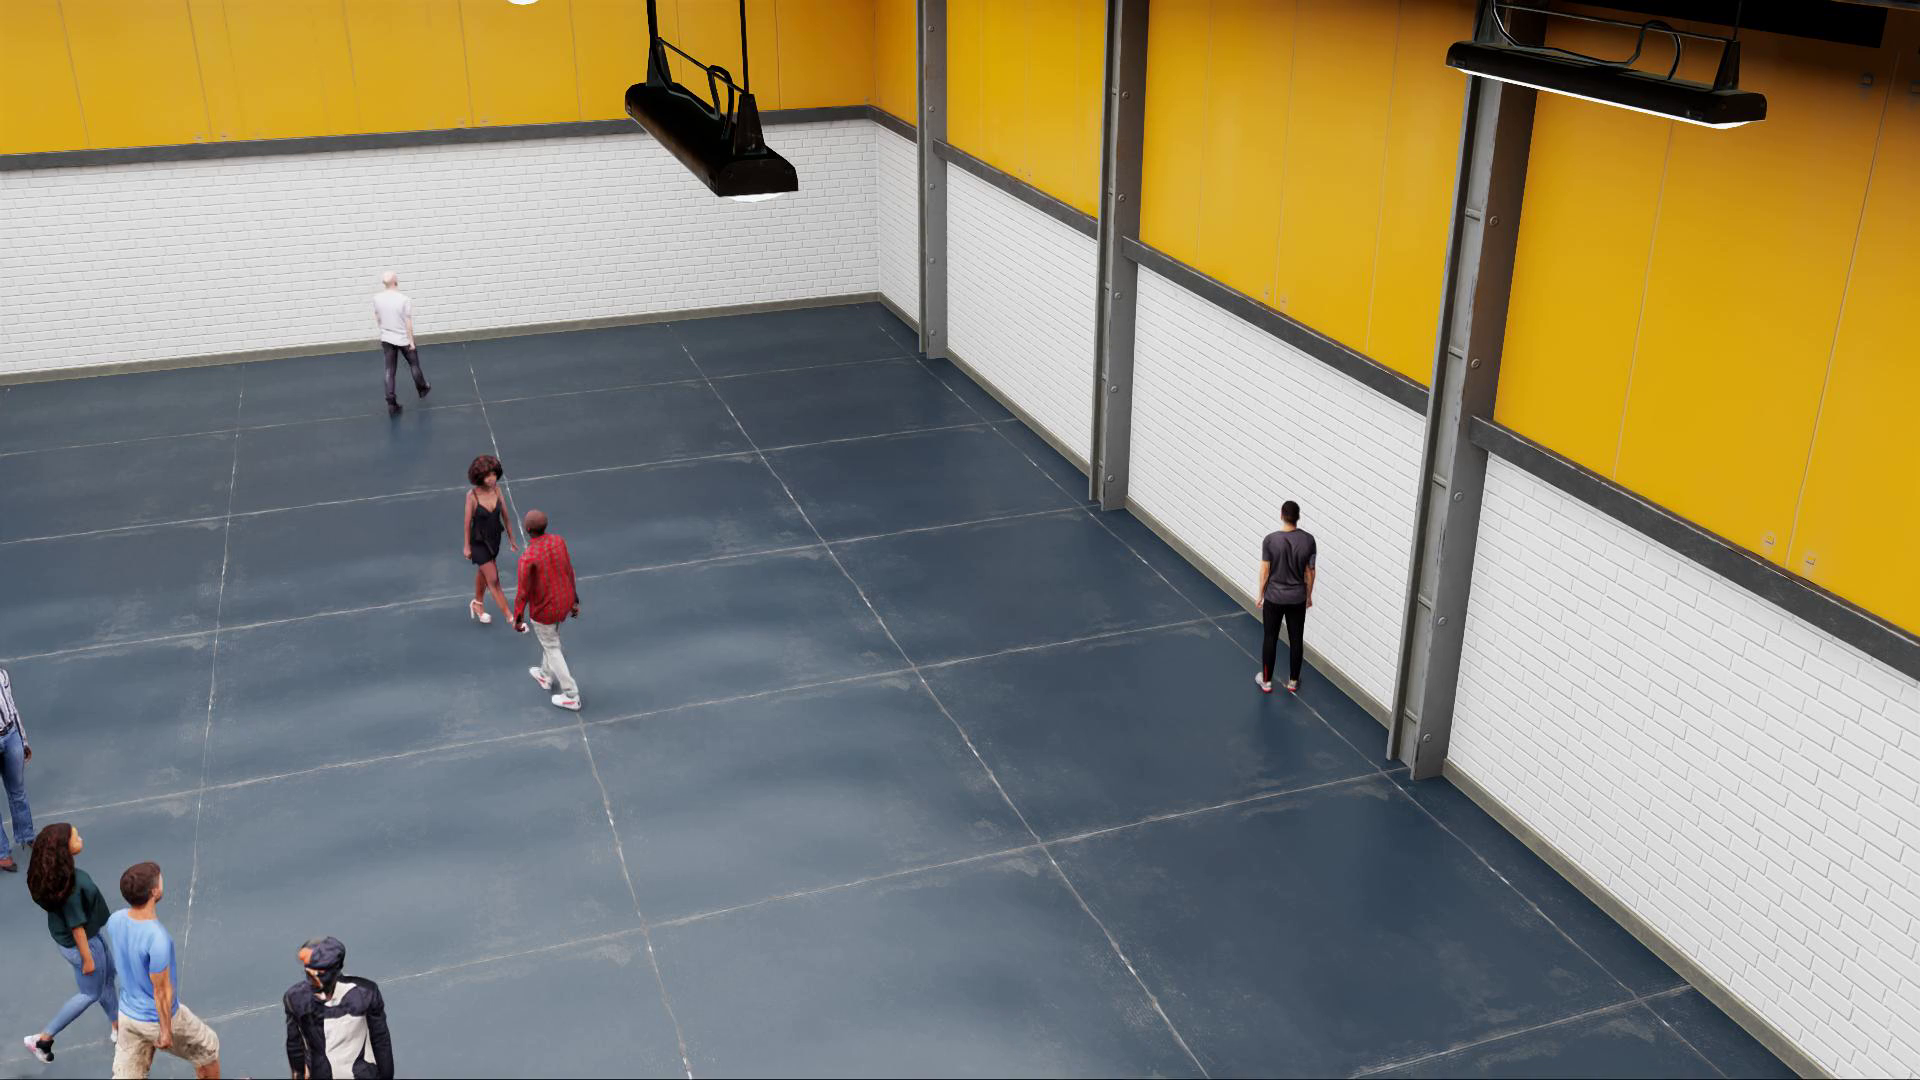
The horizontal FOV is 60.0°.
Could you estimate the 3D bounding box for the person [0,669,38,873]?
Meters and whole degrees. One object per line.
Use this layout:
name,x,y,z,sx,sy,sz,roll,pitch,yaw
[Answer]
person,-6.992,1.536,12.042,0.760,1.795,0.695,10,26,22

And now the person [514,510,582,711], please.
person,-3.435,0.607,14.170,1.149,1.793,1.041,15,28,31

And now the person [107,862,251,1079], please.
person,-4.599,2.710,9.314,1.225,1.830,1.261,11,26,23

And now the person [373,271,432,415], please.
person,-7.249,-2.494,21.282,1.055,1.780,1.297,3,24,7

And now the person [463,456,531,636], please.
person,-4.486,0.040,15.534,1.147,1.741,0.989,17,29,33

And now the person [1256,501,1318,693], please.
person,2.825,0.493,14.470,0.710,1.763,0.663,1,24,1

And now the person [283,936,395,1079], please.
person,-3.273,2.880,8.849,0.740,1.891,0.681,-2,24,-5

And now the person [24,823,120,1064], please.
person,-5.445,2.474,10.142,0.872,1.599,0.967,-19,30,-37
